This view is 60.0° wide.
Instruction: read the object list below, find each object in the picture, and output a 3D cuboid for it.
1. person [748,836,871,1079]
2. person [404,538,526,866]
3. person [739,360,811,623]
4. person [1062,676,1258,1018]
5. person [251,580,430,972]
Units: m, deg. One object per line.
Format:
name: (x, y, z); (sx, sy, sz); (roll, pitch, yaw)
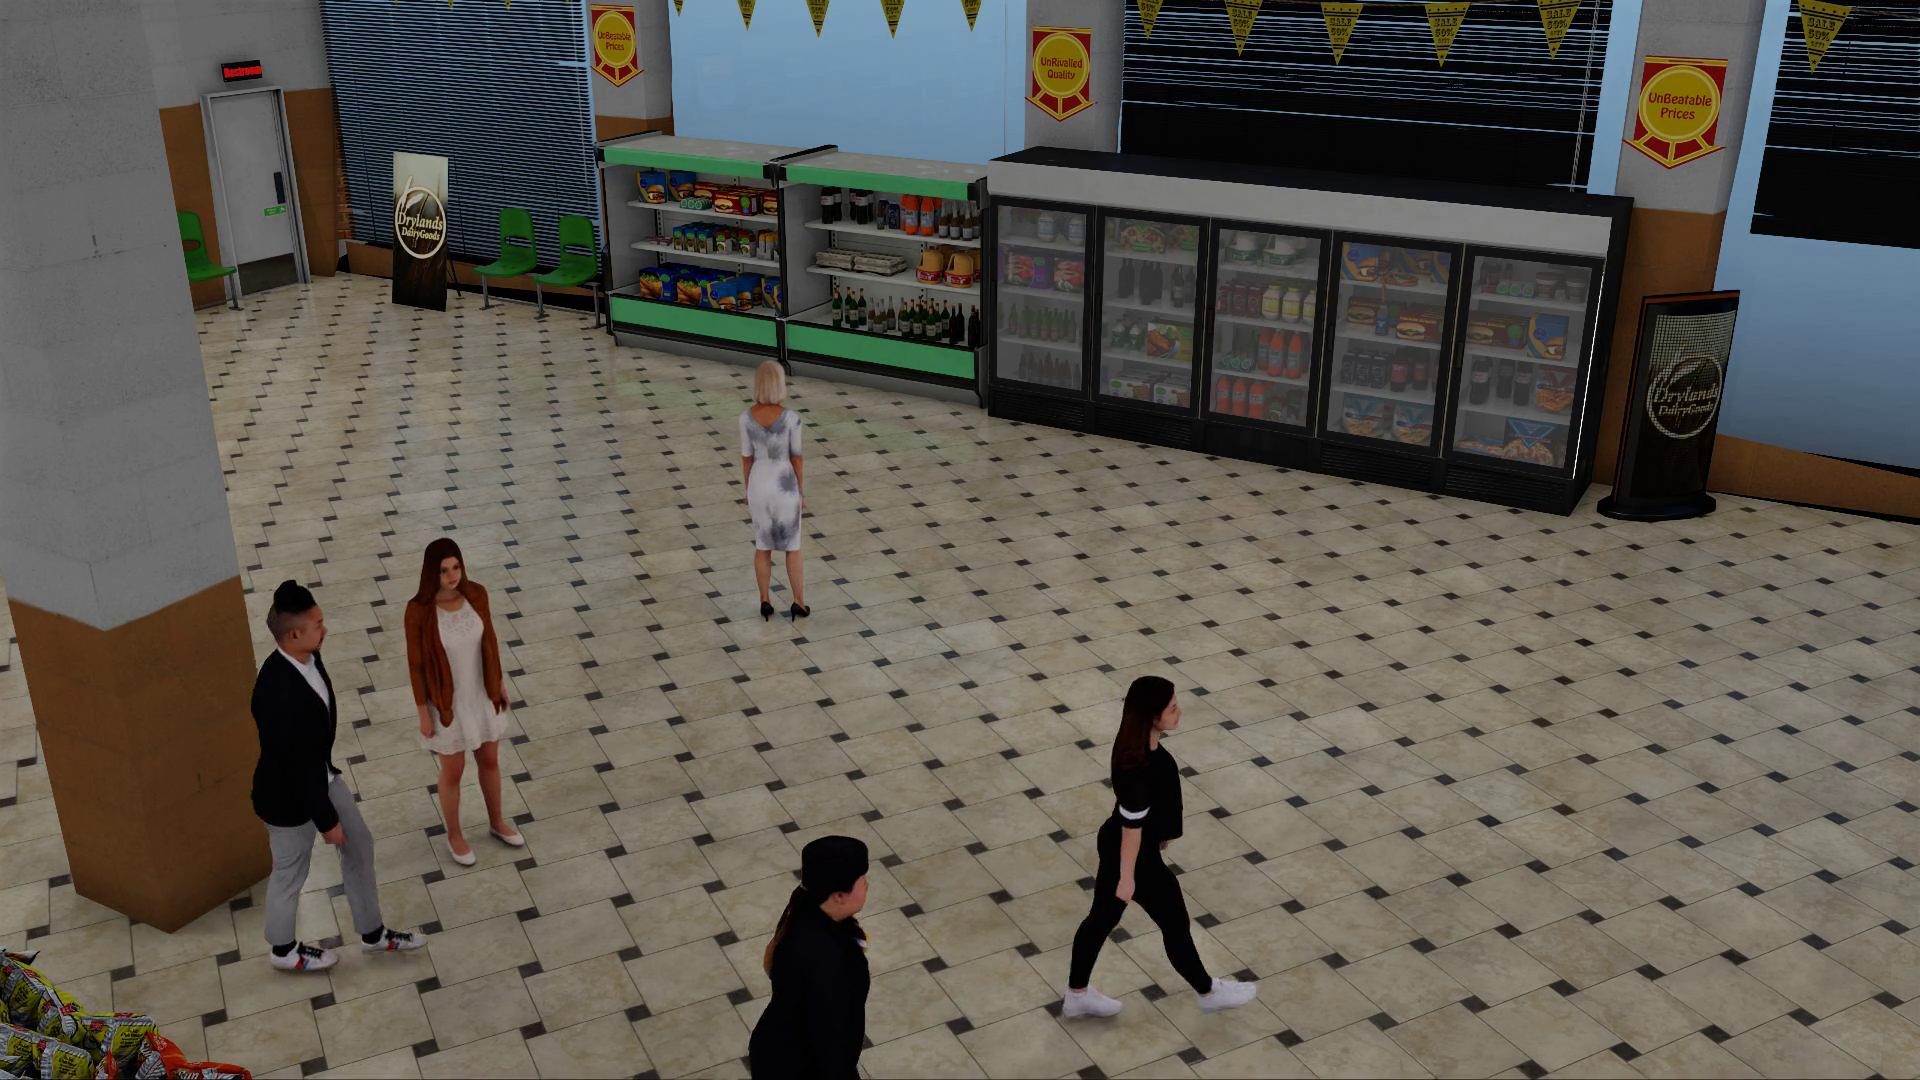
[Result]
person: (-0.609, 1.794, 5.651); (1.131, 1.638, 1.059); (-4, 22, -10)
person: (-2.448, 0.763, 8.117); (0.677, 1.711, 0.641); (-20, 30, -41)
person: (-1.195, -0.305, 10.723); (0.569, 1.751, 0.692); (3, 22, 7)
person: (0.639, 1.313, 6.897); (1.141, 1.601, 0.938); (1, 22, 1)
person: (-2.925, 1.054, 7.114); (1.087, 1.919, 0.988); (-2, 22, -5)
